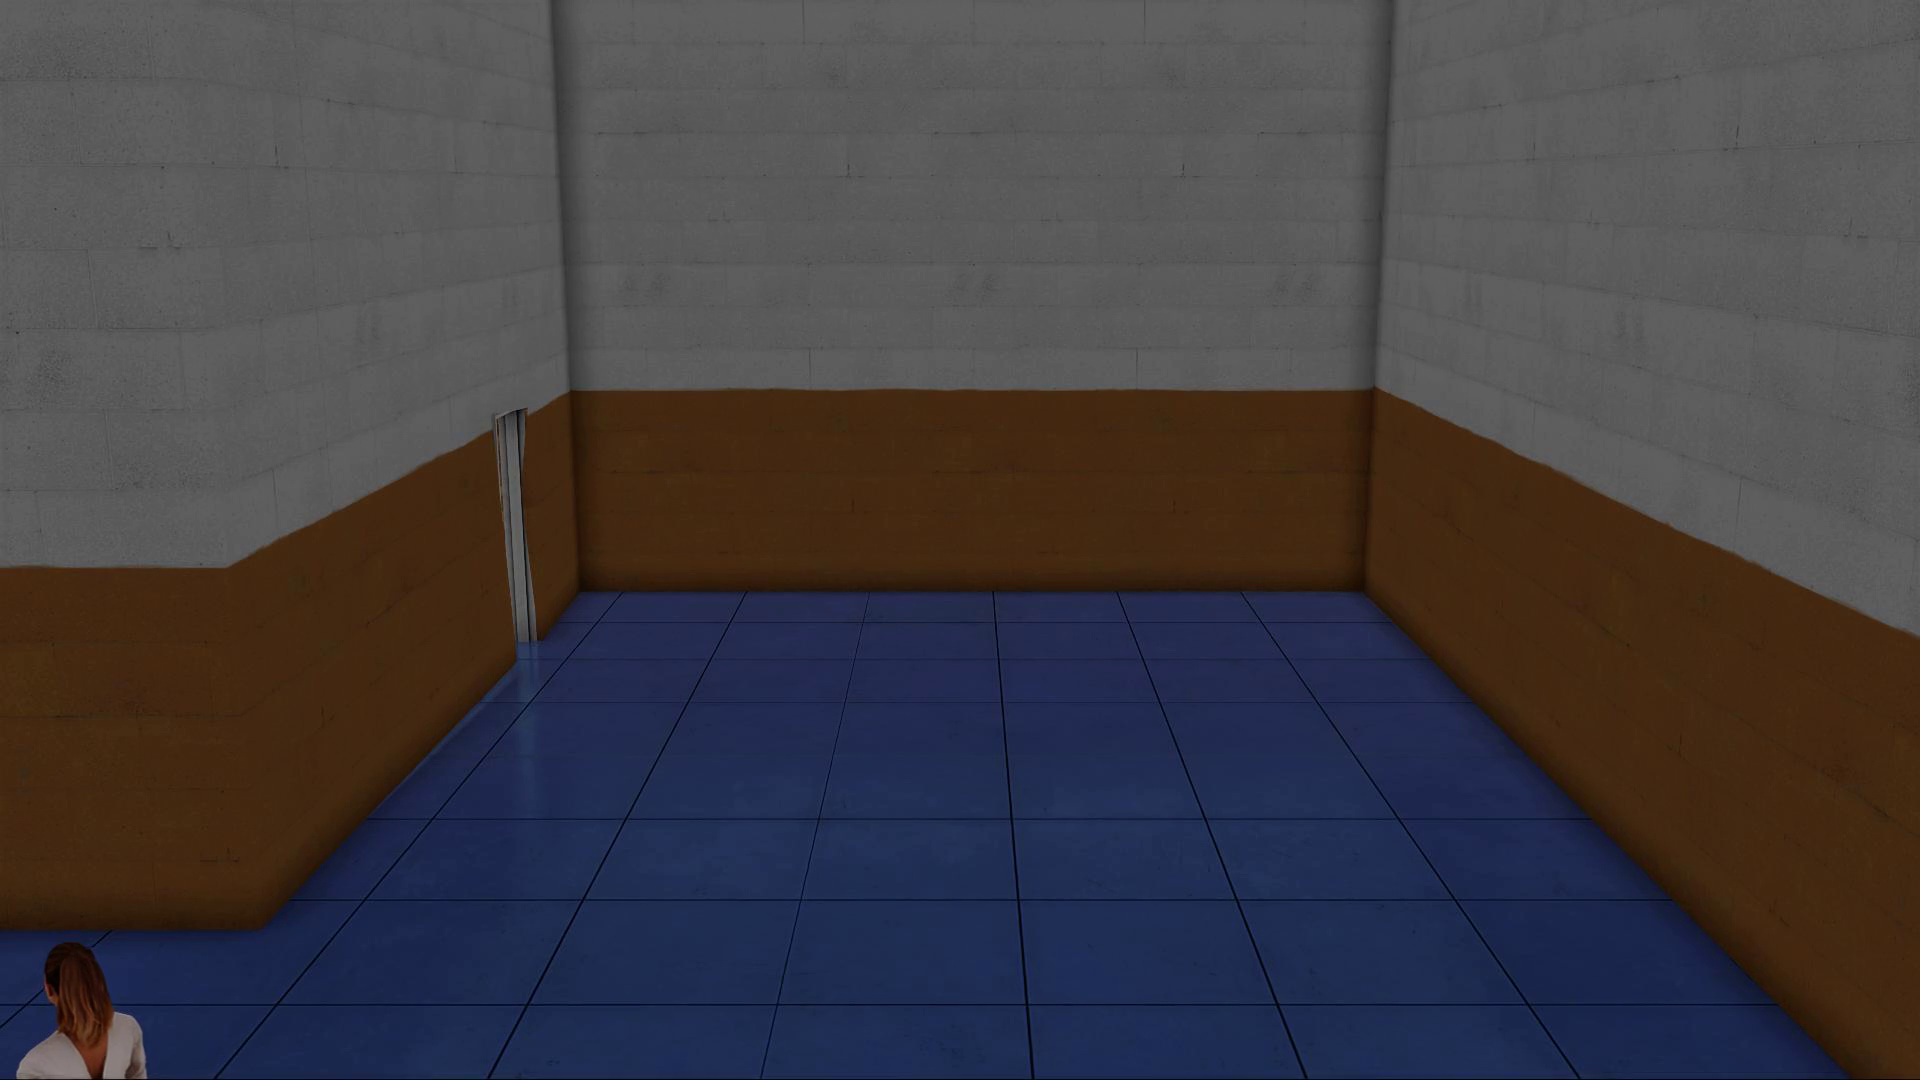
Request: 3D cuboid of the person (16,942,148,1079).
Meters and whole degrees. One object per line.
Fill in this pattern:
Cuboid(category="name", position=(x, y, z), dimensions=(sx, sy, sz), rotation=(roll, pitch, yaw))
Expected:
Cuboid(category="person", position=(-3.046, 2.225, 5.852), dimensions=(0.684, 1.719, 0.689), rotation=(7, 14, 28))
